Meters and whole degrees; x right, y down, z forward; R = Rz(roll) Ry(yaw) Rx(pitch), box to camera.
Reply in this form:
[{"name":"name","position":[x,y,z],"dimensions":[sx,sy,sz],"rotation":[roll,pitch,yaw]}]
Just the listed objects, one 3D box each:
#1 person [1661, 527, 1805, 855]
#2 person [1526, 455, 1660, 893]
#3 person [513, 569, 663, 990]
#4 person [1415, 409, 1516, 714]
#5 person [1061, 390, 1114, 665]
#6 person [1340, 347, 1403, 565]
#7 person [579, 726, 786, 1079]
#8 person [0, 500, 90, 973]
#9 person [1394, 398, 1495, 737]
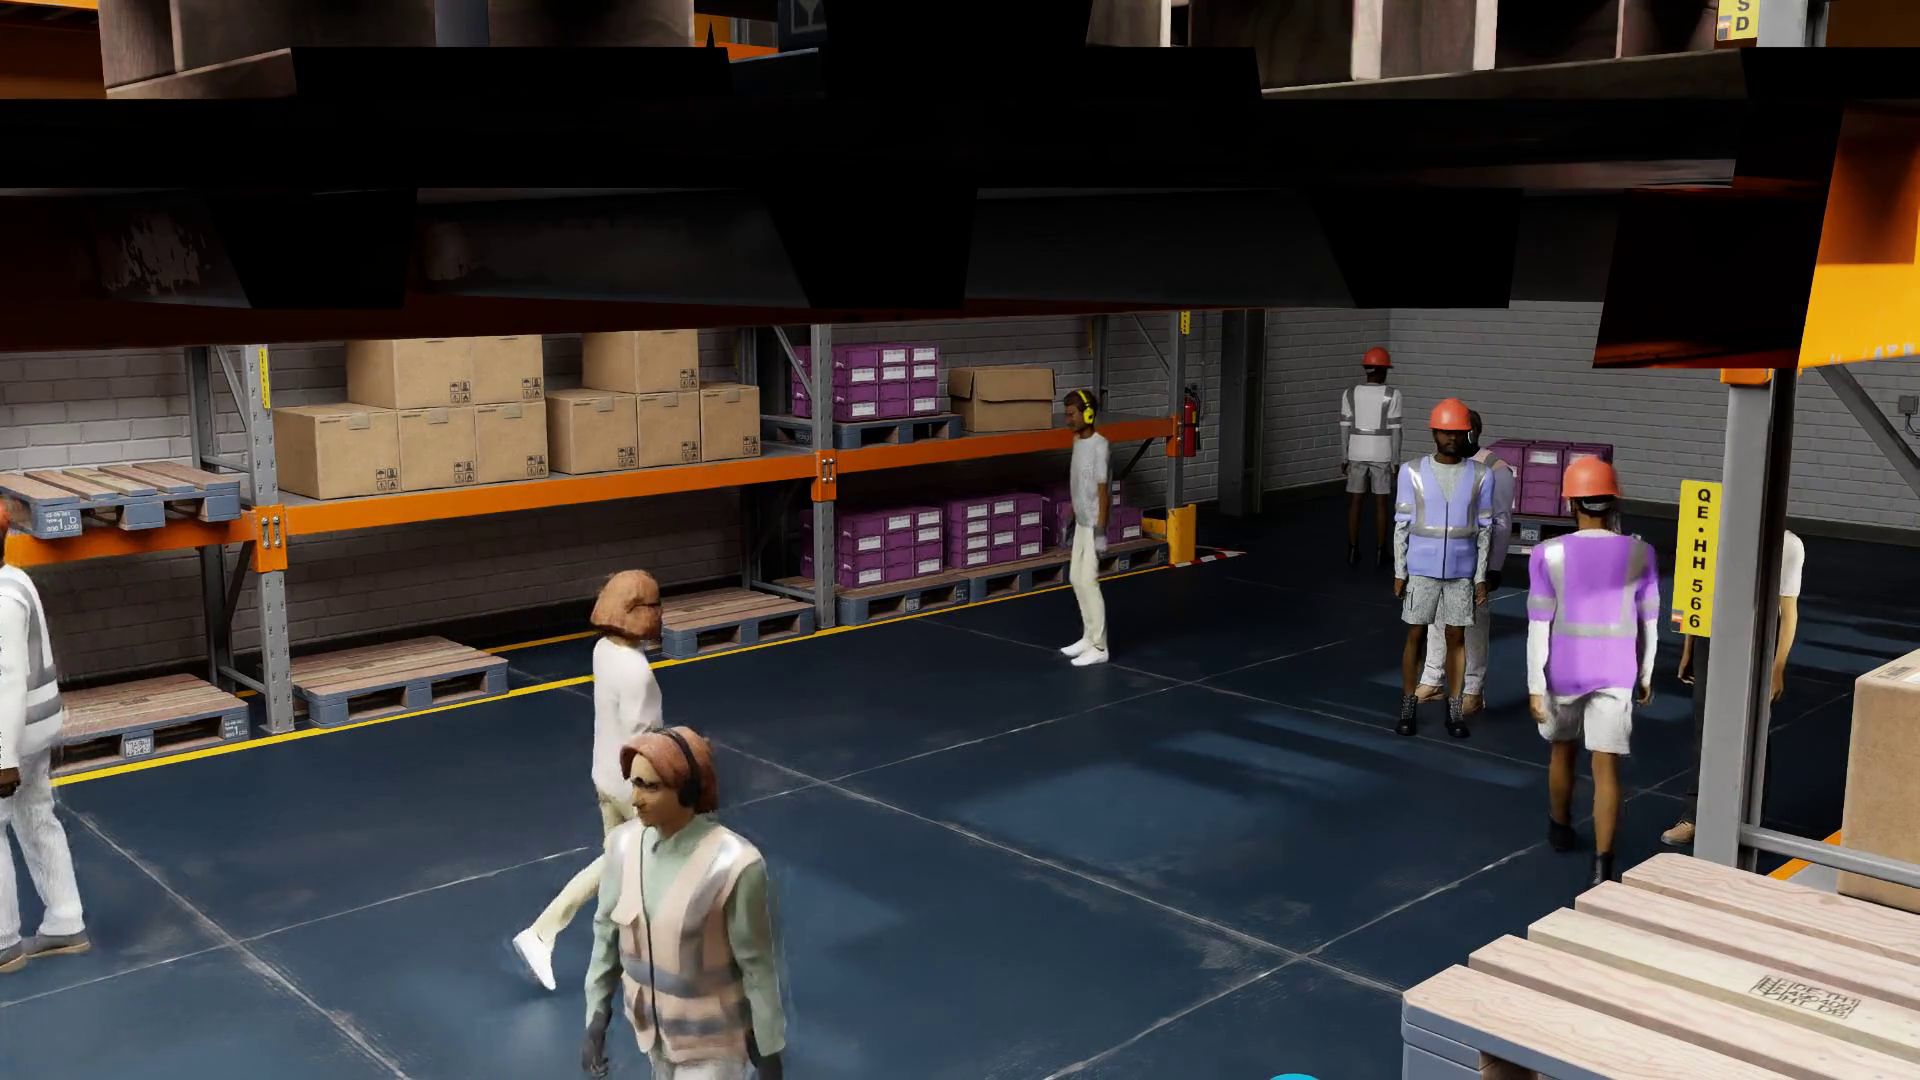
[{"name":"person","position":[3.521,0.539,7.562],"dimensions":[0.345,1.844,0.507],"rotation":[-7,12,-37]},{"name":"person","position":[2.746,0.578,7.248],"dimensions":[0.556,1.887,1.036],"rotation":[3,10,16]},{"name":"person","position":[-1.274,0.901,6.130],"dimensions":[0.706,1.607,0.503],"rotation":[-5,11,-28]},{"name":"person","position":[2.990,0.121,10.017],"dimensions":[0.429,1.841,0.634],"rotation":[-8,12,-38]},{"name":"person","position":[0.870,-0.082,11.171],"dimensions":[0.414,1.851,0.552],"rotation":[-3,10,-18]},{"name":"person","position":[3.666,-0.746,14.830],"dimensions":[0.548,1.931,0.381],"rotation":[5,11,29]},{"name":"person","position":[-0.739,1.253,4.076],"dimensions":[0.537,1.592,0.845],"rotation":[7,12,36]},{"name":"person","position":[-3.643,0.746,6.316],"dimensions":[0.468,1.865,0.638],"rotation":[-5,11,-27]},{"name":"person","position":[2.747,0.162,9.481],"dimensions":[0.545,1.942,0.351],"rotation":[2,10,10]}]
